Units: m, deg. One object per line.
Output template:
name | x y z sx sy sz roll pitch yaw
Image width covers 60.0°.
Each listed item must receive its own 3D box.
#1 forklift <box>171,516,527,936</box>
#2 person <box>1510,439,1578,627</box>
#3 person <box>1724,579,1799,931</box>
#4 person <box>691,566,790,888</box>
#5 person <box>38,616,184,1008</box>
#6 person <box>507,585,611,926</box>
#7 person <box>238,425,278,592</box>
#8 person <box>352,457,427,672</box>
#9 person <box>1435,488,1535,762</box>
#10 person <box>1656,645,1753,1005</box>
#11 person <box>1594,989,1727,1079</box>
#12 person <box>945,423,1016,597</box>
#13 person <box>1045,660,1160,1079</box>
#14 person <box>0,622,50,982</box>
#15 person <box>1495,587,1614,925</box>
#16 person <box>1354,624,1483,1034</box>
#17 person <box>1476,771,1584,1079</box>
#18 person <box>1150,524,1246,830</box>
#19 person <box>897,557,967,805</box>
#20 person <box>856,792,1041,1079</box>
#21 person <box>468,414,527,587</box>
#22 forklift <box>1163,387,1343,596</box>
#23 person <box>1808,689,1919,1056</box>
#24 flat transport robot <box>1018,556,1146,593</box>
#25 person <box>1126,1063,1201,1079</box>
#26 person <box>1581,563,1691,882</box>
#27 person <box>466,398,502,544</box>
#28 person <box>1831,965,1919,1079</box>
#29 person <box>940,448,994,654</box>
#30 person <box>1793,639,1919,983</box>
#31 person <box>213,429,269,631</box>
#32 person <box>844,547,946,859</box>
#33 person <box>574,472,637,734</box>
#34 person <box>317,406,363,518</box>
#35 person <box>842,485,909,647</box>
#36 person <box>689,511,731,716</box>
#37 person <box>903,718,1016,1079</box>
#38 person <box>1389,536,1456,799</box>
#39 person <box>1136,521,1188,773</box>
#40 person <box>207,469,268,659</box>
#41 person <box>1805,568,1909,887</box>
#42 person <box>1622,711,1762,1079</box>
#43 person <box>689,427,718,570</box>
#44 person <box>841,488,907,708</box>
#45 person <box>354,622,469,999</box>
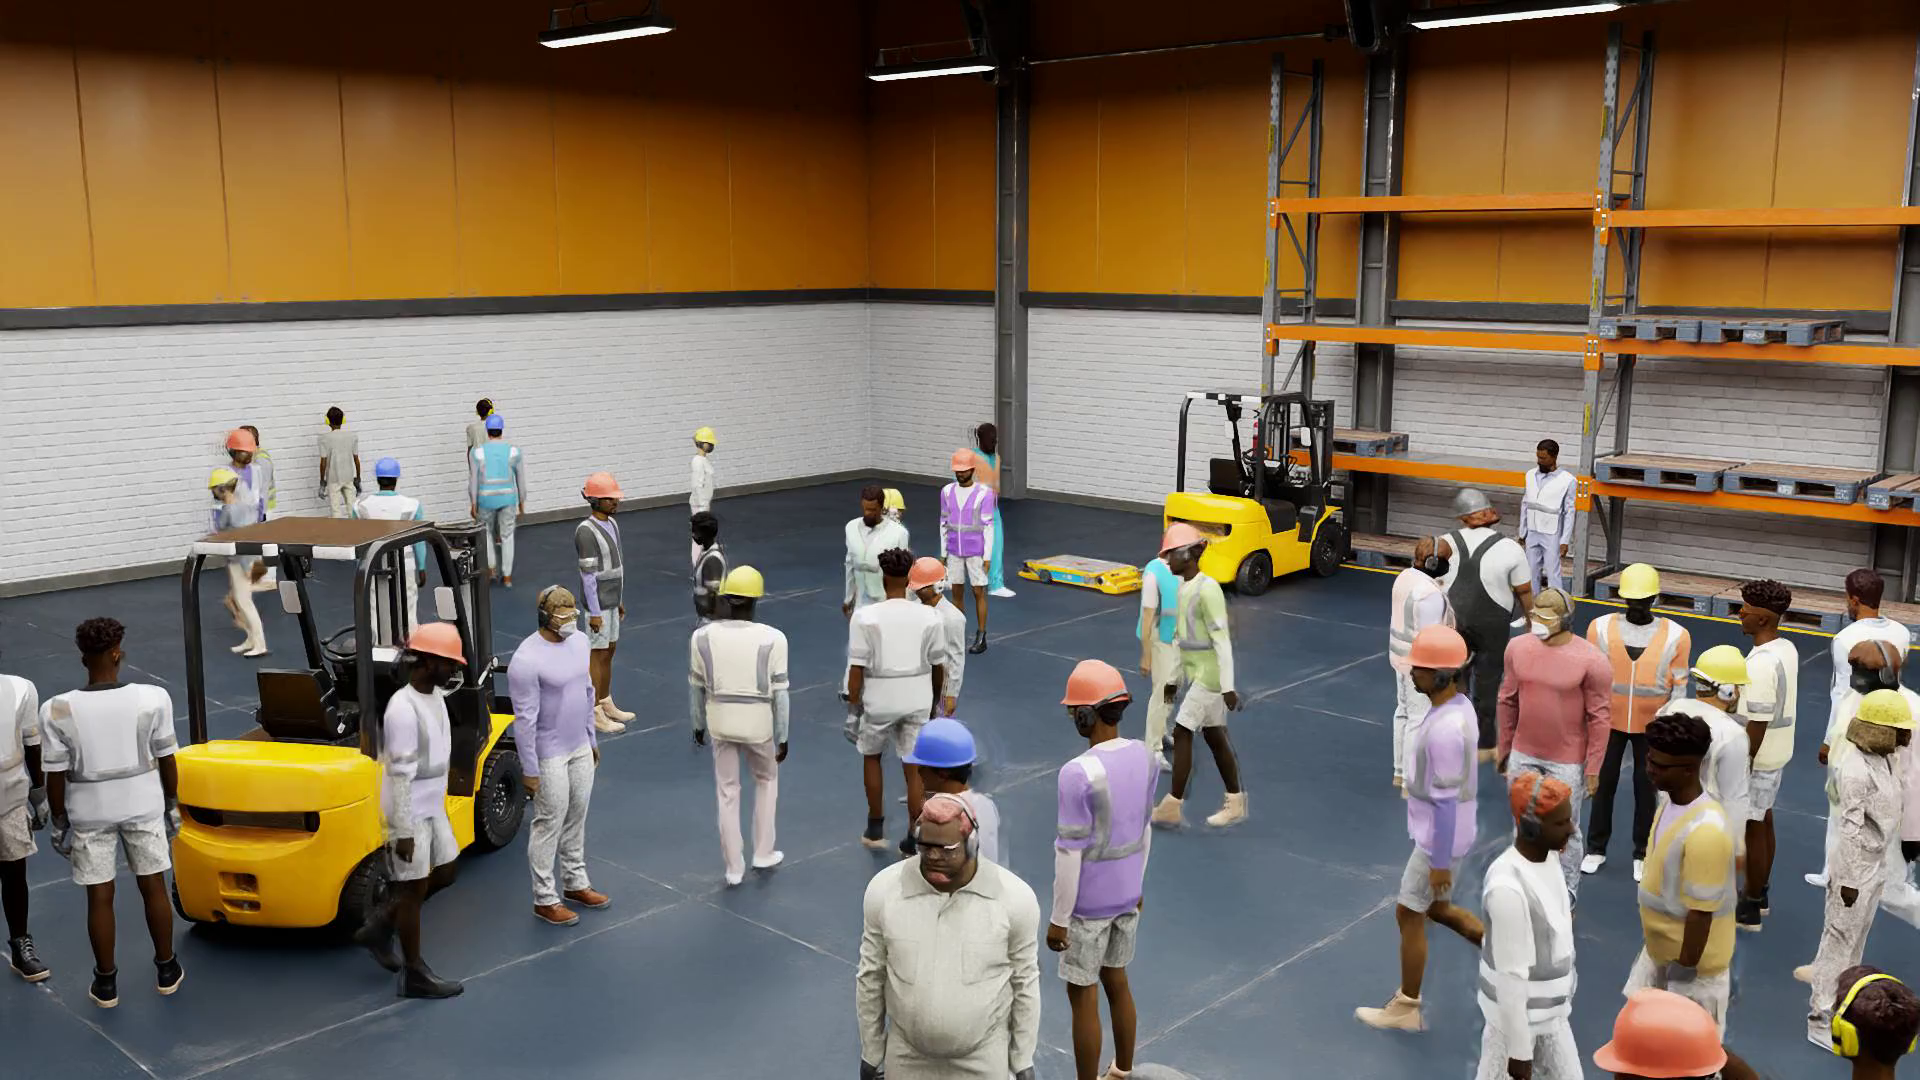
forklift | -3.583 0.976 9.748 1.214 2.155 2.313 2 10 11
person | 5.772 -0.048 16.383 0.390 1.913 0.587 -6 12 -32
person | 4.411 1.181 9.230 0.367 1.966 0.607 7 12 36
person | -1.298 1.091 9.906 0.614 1.910 0.560 0 10 2
person | -4.211 1.352 8.292 0.609 1.952 0.377 -5 11 -28
person | -2.243 1.191 9.301 0.384 1.929 0.635 4 11 22
person | -7.786 -0.357 18.370 0.430 1.836 0.626 -8 13 -38
person | -5.032 0.236 14.701 0.624 1.938 0.426 -2 10 -12
person | 3.905 0.595 12.356 0.770 2.000 0.680 7 12 34
person | 3.708 1.418 8.308 0.403 1.821 0.601 -2 10 -13
person | 1.792 2.071 4.282 0.390 1.925 0.550 5 11 28
person | 0.217 -0.340 18.082 0.810 1.897 0.597 7 12 36
person | 0.585 1.516 7.164 0.409 2.028 0.618 8 13 40
person | -4.940 1.327 8.438 0.371 1.962 0.606 8 13 38
person | 3.257 1.202 9.196 0.353 1.936 0.633 -9 13 -42
person | 2.371 1.395 7.896 0.807 2.023 0.613 4 11 19
person | 2.091 1.762 6.260 0.918 1.851 0.584 7 12 35
person | 1.504 0.898 10.823 0.820 1.975 0.694 0 10 0
person | -0.201 0.965 11.092 0.337 1.743 0.562 -7 12 -35
person | -0.048 1.806 5.851 0.652 1.904 0.402 1 10 7
person | -5.178 -0.450 18.613 0.646 1.926 0.571 -4 11 -23
forklift | 3.298 -0.608 18.767 1.214 2.155 2.313 9 13 42
person | 4.254 1.542 7.810 0.323 1.742 0.492 9 14 43
flat transport robot | 1.406 0.367 18.689 1.431 0.197 0.652 9 14 43
person | 0.440 2.116 3.697 0.536 2.000 0.681 1 10 3
person | 3.997 1.082 9.909 0.593 1.924 0.381 5 11 27
person | -6.007 -0.867 21.184 0.509 1.867 0.329 1 10 7
person | 2.417 2.062 4.523 0.506 1.864 0.332 -2 10 -10
person | 0.051 0.099 15.501 0.544 1.930 0.388 5 11 26
person | 4.728 1.393 8.468 0.767 1.816 0.659 -1 10 -7
person | -7.064 -0.095 16.357 0.571 2.018 0.660 3 10 16
person | -0.417 1.008 10.299 0.683 1.932 0.690 -3 10 -18
person | -2.766 0.481 12.998 0.375 2.044 0.607 1 10 6
person | -7.513 -0.685 20.149 0.533 1.864 0.311 -9 13 -41
person | -0.667 0.475 13.450 0.627 1.893 0.456 6 12 32
person | -1.942 0.584 13.426 0.450 1.675 0.542 -2 10 -13
person | 0.041 1.655 6.702 0.889 1.915 0.608 2 10 14
person | 3.162 0.875 11.379 0.429 1.831 0.632 -1 10 -3
person | 1.483 0.743 12.147 0.537 1.821 0.768 7 12 33
person | -6.680 0.219 15.376 0.413 1.730 0.646 -6 11 -29
person | 5.277 1.121 9.728 0.591 1.912 0.379 -6 11 -29
person | 3.022 1.637 6.724 0.881 1.931 0.622 1 10 8
person | -2.884 -0.394 18.794 0.337 1.760 0.526 0 10 -2
person | -0.652 0.466 13.812 0.791 1.780 0.681 -2 10 -12
person | -2.777 1.364 8.398 0.591 1.897 0.634 1 10 6
